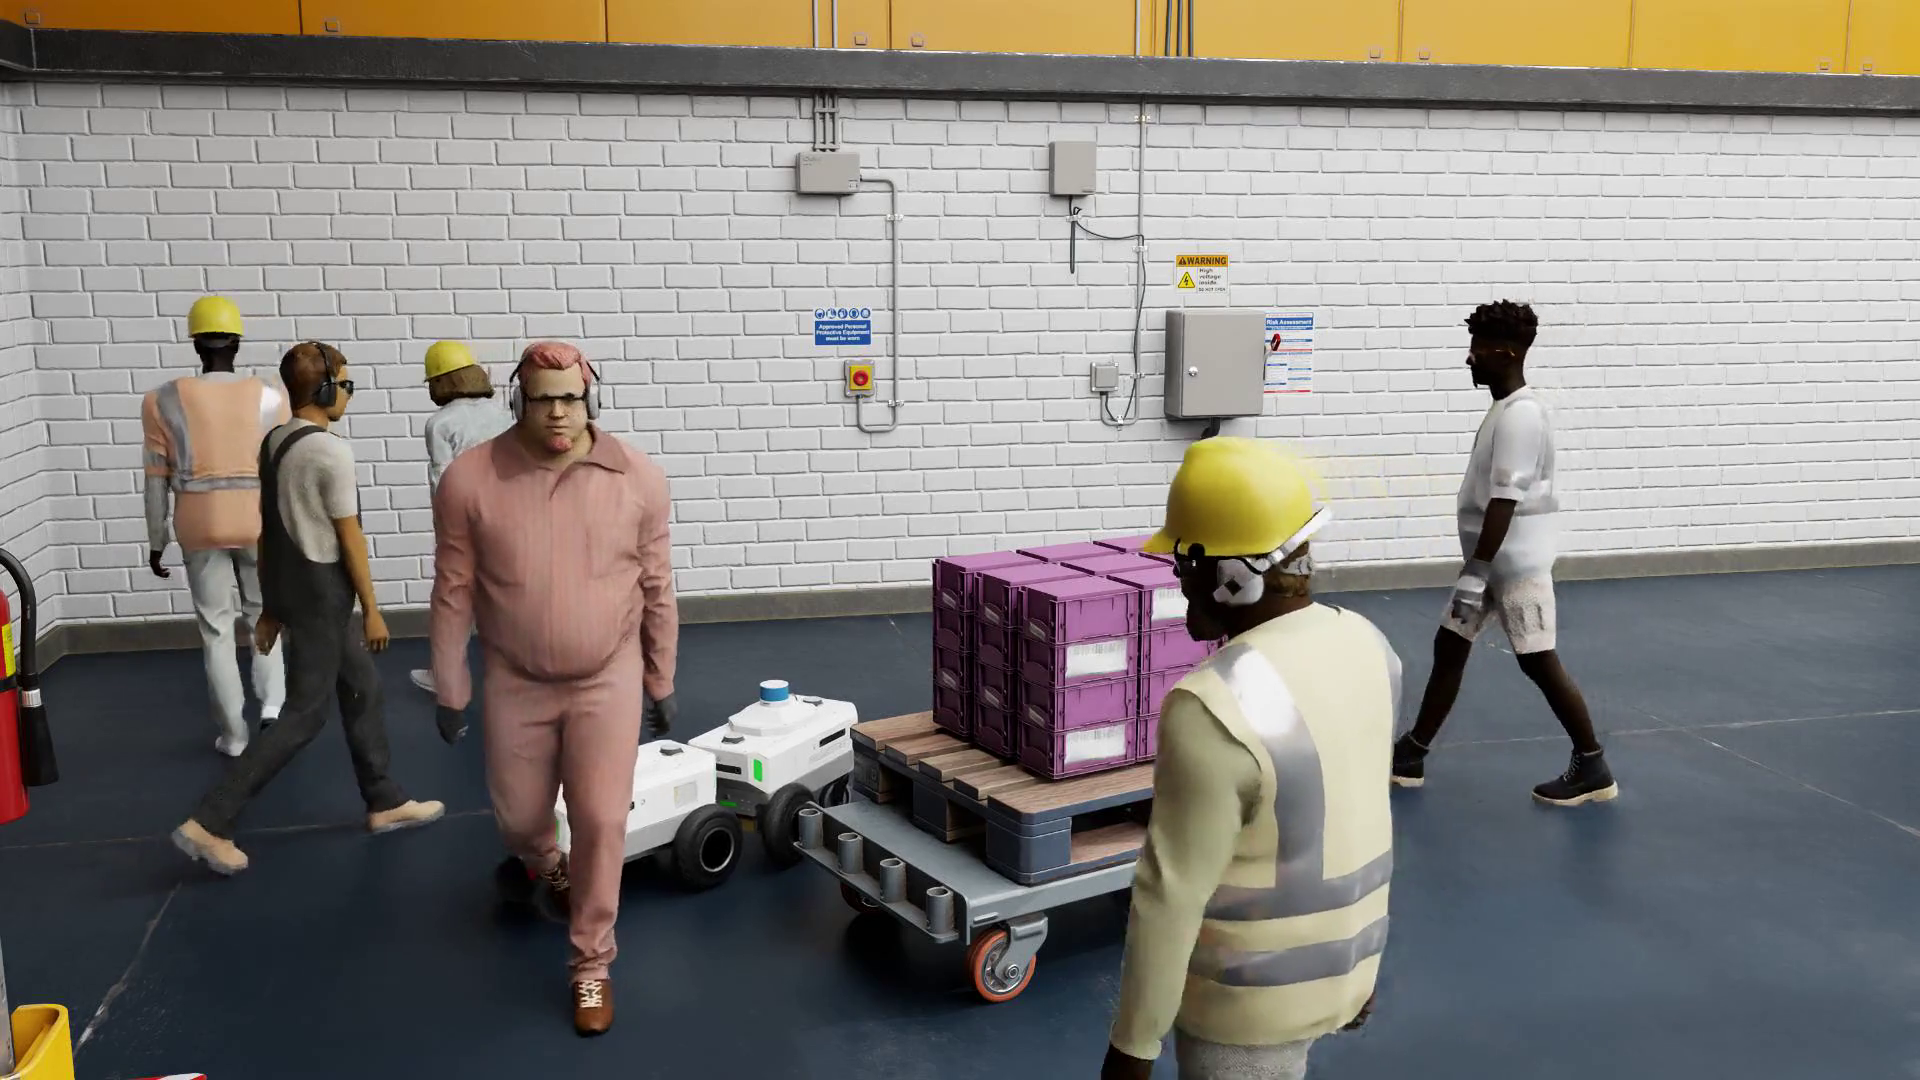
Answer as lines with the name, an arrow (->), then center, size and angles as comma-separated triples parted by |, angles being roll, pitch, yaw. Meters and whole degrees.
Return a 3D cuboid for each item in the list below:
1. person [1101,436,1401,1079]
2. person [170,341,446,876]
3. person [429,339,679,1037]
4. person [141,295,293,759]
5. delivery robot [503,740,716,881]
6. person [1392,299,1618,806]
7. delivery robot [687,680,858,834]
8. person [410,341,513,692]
person -> 0.482, 0.727, 2.814 | 0.440, 1.810, 0.608 | 8, 13, 38
person -> -2.274, 0.227, 5.683 | 0.946, 1.800, 0.494 | -9, 13, -40
person -> -1.136, 0.362, 4.689 | 0.677, 1.873, 0.806 | -3, 11, -14
person -> -3.009, -0.037, 6.831 | 0.583, 1.907, 0.409 | -7, 12, -33
delivery robot -> -1.138, 0.846, 5.403 | 0.477, 0.478, 0.707 | 8, 13, 39
person -> 2.046, 0.059, 6.255 | 1.007, 1.916, 0.627 | 2, 10, 11
delivery robot -> -0.661, 0.746, 5.957 | 0.477, 0.478, 0.707 | 5, 11, 26
person -> -2.205, -0.053, 7.525 | 0.898, 1.673, 0.495 | 8, 13, 37
